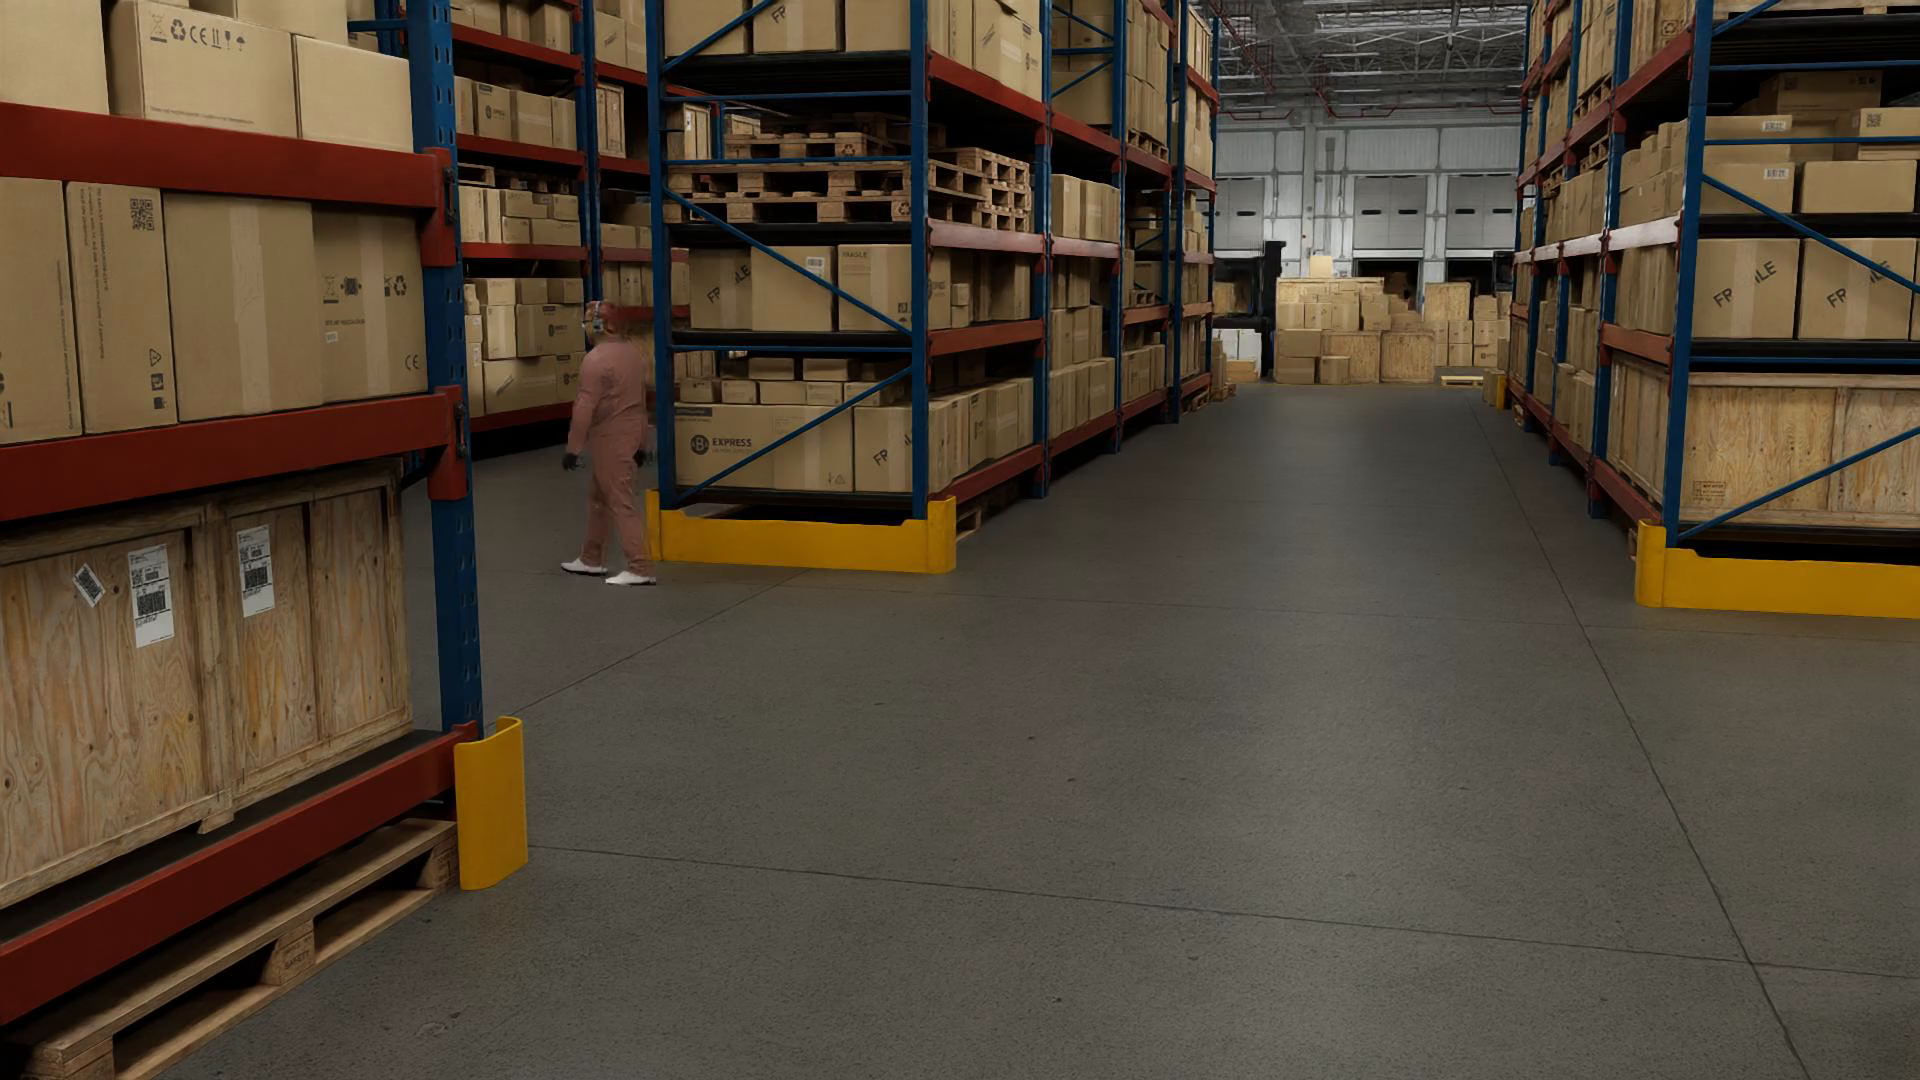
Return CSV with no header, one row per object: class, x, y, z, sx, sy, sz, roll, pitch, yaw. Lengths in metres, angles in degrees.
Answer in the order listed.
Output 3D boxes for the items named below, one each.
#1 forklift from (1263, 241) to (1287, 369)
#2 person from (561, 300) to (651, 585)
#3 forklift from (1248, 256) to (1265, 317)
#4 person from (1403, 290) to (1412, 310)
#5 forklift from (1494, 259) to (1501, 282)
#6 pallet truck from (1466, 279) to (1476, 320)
forklift,6.803,-5.101,36.181,1.873,2.768,1.129,2,9,14
person,-2.415,-0.633,10.996,0.858,1.872,0.655,2,9,13
forklift,11.207,-9.047,61.251,1.129,2.768,1.873,2,9,15
person,13.718,-6.896,51.442,0.840,1.657,0.540,3,9,17
forklift,16.034,-7.060,48.626,1.129,2.768,1.873,1,9,9
pallet truck,18.896,-8.459,60.307,1.885,1.965,0.823,5,10,31
